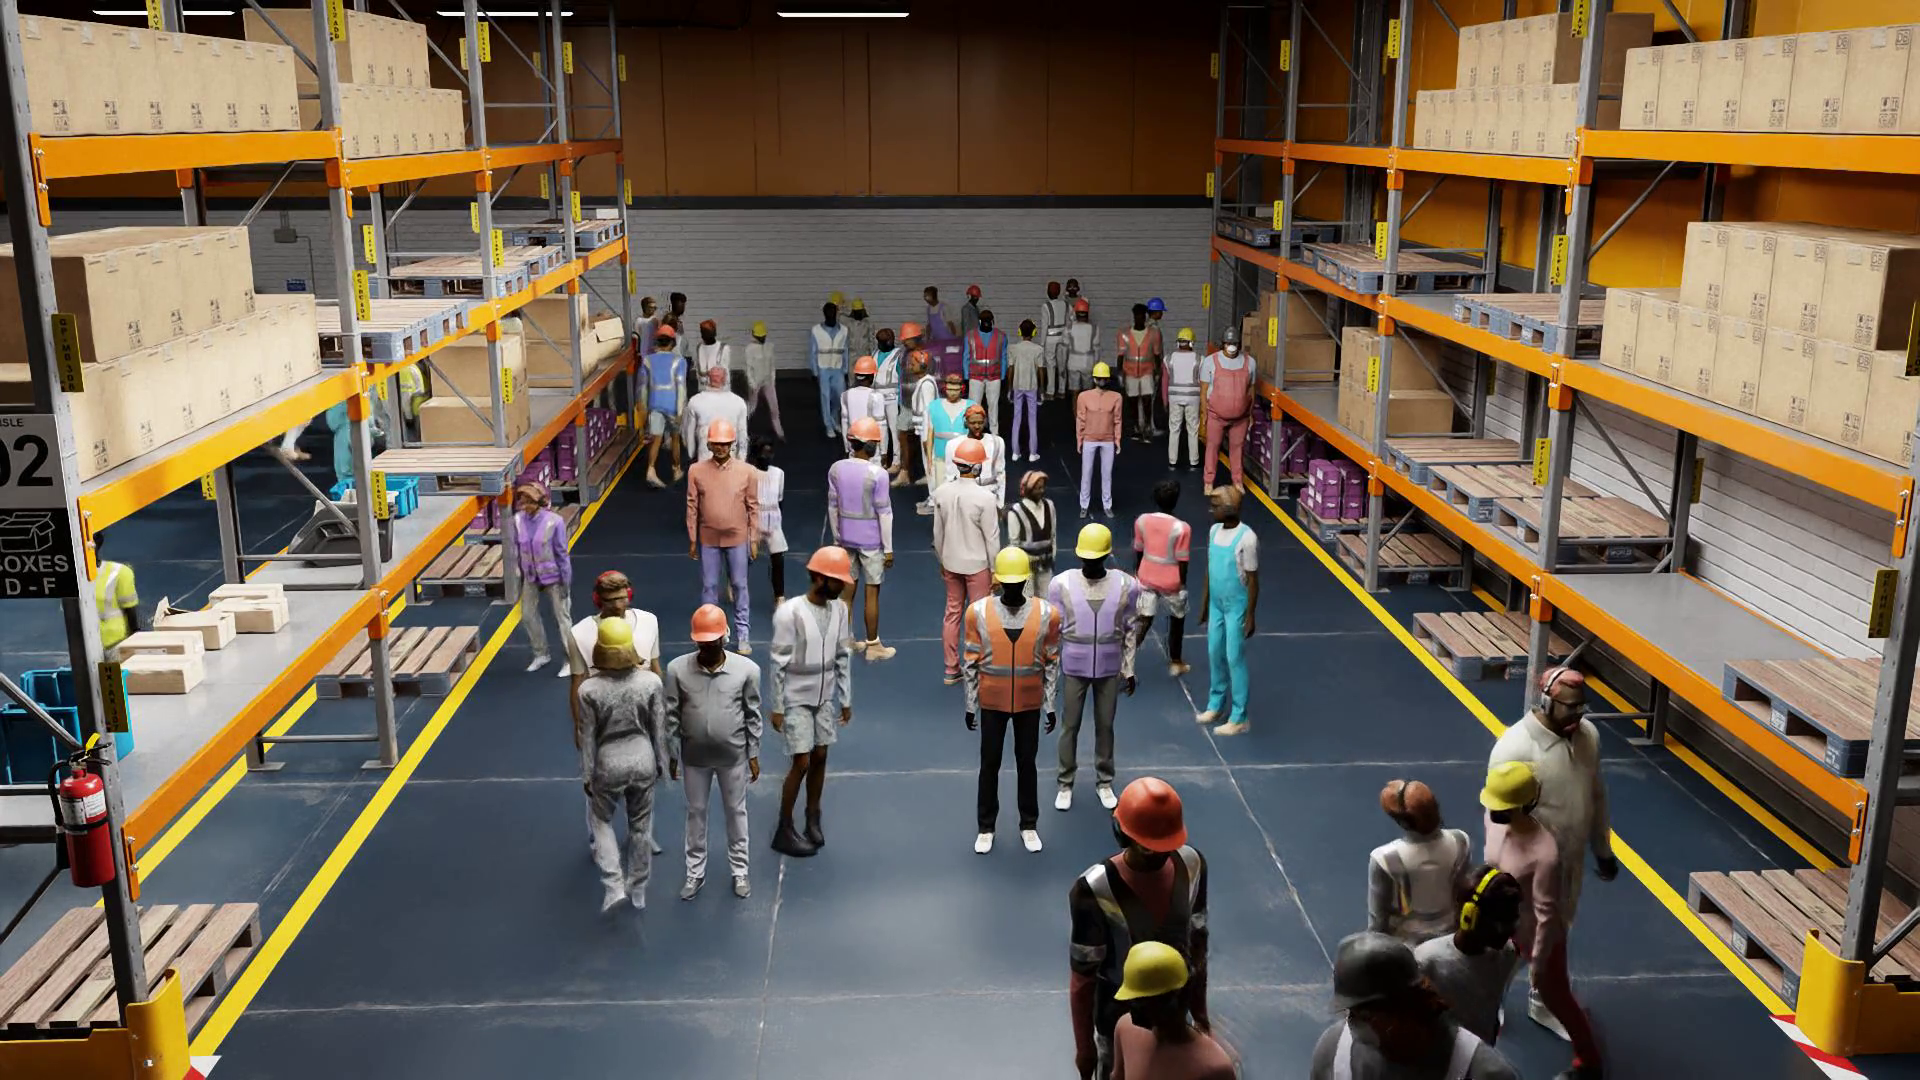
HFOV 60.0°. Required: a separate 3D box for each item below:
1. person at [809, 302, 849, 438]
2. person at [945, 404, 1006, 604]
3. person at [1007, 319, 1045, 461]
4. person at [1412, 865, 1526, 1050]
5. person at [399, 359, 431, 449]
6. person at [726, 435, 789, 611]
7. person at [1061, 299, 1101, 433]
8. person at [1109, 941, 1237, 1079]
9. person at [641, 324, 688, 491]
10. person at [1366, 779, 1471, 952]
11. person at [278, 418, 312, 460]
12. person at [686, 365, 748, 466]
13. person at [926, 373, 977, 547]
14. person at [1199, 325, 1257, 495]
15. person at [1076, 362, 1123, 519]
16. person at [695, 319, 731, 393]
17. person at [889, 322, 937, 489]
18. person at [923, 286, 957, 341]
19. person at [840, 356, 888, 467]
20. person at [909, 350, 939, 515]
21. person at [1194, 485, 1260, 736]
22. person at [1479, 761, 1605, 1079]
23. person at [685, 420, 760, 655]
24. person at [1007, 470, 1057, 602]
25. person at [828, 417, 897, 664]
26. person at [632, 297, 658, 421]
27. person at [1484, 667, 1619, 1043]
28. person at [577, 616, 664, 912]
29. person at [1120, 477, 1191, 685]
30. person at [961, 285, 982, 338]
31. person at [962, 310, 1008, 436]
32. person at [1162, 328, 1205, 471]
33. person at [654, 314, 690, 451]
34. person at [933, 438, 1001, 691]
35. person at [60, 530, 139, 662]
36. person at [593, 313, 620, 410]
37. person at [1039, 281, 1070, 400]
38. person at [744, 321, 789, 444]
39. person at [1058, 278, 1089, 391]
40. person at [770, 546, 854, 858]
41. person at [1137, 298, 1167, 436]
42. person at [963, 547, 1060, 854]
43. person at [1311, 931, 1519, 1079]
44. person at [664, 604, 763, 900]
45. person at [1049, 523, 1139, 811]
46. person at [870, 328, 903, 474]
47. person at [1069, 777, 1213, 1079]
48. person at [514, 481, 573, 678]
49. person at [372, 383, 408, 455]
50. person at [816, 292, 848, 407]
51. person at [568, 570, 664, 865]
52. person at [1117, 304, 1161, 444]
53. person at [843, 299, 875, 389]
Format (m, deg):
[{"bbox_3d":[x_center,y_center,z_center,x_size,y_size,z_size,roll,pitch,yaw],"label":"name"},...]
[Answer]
[{"bbox_3d":[-1.820,-2.390,23.379,0.586,1.902,0.451,-6,16,-24],"label":"person"},{"bbox_3d":[0.140,-0.331,15.362,0.582,1.877,0.372,-4,15,-14],"label":"person"},{"bbox_3d":[0.866,-1.957,21.776,0.498,1.861,0.327,3,15,10],"label":"person"},{"bbox_3d":[1.806,2.075,6.025,0.576,1.815,0.945,-4,15,-16],"label":"person"},{"bbox_3d":[-6.540,-1.573,20.127,0.387,1.922,0.594,2,14,6],"label":"person"},{"bbox_3d":[-1.842,-0.154,15.057,0.535,1.670,0.780,-10,18,-35],"label":"person"},{"bbox_3d":[1.726,-2.485,23.764,0.555,1.904,0.888,1,14,3],"label":"person"},{"bbox_3d":[0.755,2.192,5.777,0.870,1.713,0.547,-12,19,-40],"label":"person"},{"bbox_3d":[-3.630,-1.605,20.204,0.624,1.975,1.060,2,14,9],"label":"person"},{"bbox_3d":[2.068,1.843,7.371,0.550,1.606,0.698,-3,15,-13],"label":"person"},{"bbox_3d":[-8.718,-1.940,21.810,0.478,1.805,0.675,-7,16,-24],"label":"person"},{"bbox_3d":[-2.574,-0.928,17.726,0.635,1.868,0.955,-5,15,-20],"label":"person"},{"bbox_3d":[-0.070,-0.836,17.403,0.565,1.840,0.390,1,14,3],"label":"person"},{"bbox_3d":[3.194,-1.533,19.737,0.684,2.000,0.538,-1,14,-3],"label":"person"},{"bbox_3d":[1.556,-1.111,18.621,0.525,1.772,0.301,-1,14,-3],"label":"person"},{"bbox_3d":[-3.226,-1.940,21.663,0.574,1.868,0.418,6,15,22],"label":"person"},{"bbox_3d":[-0.555,-1.624,20.164,0.661,2.006,0.667,13,19,40],"label":"person"},{"bbox_3d":[-0.315,-3.142,26.539,0.520,1.798,0.554,-12,19,-40],"label":"person"},{"bbox_3d":[-1.009,-1.008,17.880,0.542,1.939,0.368,8,16,30],"label":"person"},{"bbox_3d":[-0.388,-1.225,18.884,0.371,1.872,0.592,-1,14,-4],"label":"person"},{"bbox_3d":[1.970,0.500,12.167,0.339,1.843,0.526,-8,16,-28],"label":"person"},{"bbox_3d":[2.570,1.756,7.522,0.938,1.694,0.556,-5,15,-19],"label":"person"},{"bbox_3d":[-1.978,-0.012,13.865,0.619,1.994,0.389,-1,14,-3],"label":"person"},{"bbox_3d":[0.573,0.209,13.724,0.521,1.626,0.469,-11,18,-36],"label":"person"},{"bbox_3d":[-0.787,-0.004,13.736,0.615,2.038,0.395,10,17,34],"label":"person"},{"bbox_3d":[-4.645,-2.698,24.732,0.357,1.834,0.504,8,16,28],"label":"person"},{"bbox_3d":[2.860,1.515,8.060,0.685,1.899,0.444,-8,17,-30],"label":"person"},{"bbox_3d":[-1.891,1.272,9.343,0.494,1.732,0.390,-6,15,-22],"label":"person"},{"bbox_3d":[1.561,0.336,13.158,0.537,1.674,0.774,12,18,39],"label":"person"},{"bbox_3d":[0.206,-3.298,27.243,0.339,1.748,0.564,5,15,19],"label":"person"},{"bbox_3d":[0.348,-2.251,22.951,0.627,1.847,0.429,-1,14,-3],"label":"person"},{"bbox_3d":[2.859,-1.782,21.153,0.587,1.822,0.403,4,15,15],"label":"person"},{"bbox_3d":[-3.890,-2.130,22.470,0.508,1.846,0.345,-10,17,-33],"label":"person"},{"bbox_3d":[0.073,0.189,13.064,0.611,1.996,0.378,11,18,36],"label":"person"},{"bbox_3d":[-6.040,0.676,11.784,0.538,1.684,0.593,-1,14,-3],"label":"person"},{"bbox_3d":[-5.324,-2.610,24.824,0.503,1.605,0.741,-3,15,-12],"label":"person"},{"bbox_3d":[1.493,-3.166,26.461,0.573,1.883,0.355,-11,18,-37],"label":"person"},{"bbox_3d":[-2.792,-2.188,22.987,0.543,1.716,0.829,-13,19,-40],"label":"person"},{"bbox_3d":[1.836,-3.379,27.372,0.567,1.846,0.389,-1,14,-3],"label":"person"},{"bbox_3d":[-0.905,0.981,10.175,0.434,1.914,0.601,13,19,42],"label":"person"},{"bbox_3d":[2.712,-2.456,23.551,0.408,1.942,0.616,-3,15,-12],"label":"person"},{"bbox_3d":[0.313,0.972,10.128,0.587,1.928,0.363,-1,14,-3],"label":"person"},{"bbox_3d":[1.392,2.161,5.236,0.719,2.000,0.569,9,17,32],"label":"person"},{"bbox_3d":[-1.413,1.210,9.541,0.563,1.752,0.325,-1,14,-3],"label":"person"},{"bbox_3d":[0.856,0.818,10.739,0.591,1.923,0.382,-1,14,-2],"label":"person"},{"bbox_3d":[-0.927,-1.766,21.061,0.621,1.838,0.429,13,19,41],"label":"person"},{"bbox_3d":[0.716,1.859,6.458,0.615,2.028,0.409,-8,16,-28],"label":"person"},{"bbox_3d":[-3.321,0.315,13.318,0.545,1.623,0.378,6,15,21],"label":"person"},{"bbox_3d":[-7.574,-2.018,21.905,0.422,1.914,0.681,-9,17,-31],"label":"person"},{"bbox_3d":[-1.991,-2.970,25.866,0.517,1.792,0.620,-5,15,-19],"label":"person"},{"bbox_3d":[-2.063,1.054,10.007,0.570,1.833,0.390,-11,18,-36],"label":"person"},{"bbox_3d":[2.457,-2.285,22.919,0.612,1.928,0.879,2,14,8],"label":"person"},{"bbox_3d":[-1.536,-2.781,25.245,0.496,1.738,0.351,-1,14,-3],"label":"person"}]
